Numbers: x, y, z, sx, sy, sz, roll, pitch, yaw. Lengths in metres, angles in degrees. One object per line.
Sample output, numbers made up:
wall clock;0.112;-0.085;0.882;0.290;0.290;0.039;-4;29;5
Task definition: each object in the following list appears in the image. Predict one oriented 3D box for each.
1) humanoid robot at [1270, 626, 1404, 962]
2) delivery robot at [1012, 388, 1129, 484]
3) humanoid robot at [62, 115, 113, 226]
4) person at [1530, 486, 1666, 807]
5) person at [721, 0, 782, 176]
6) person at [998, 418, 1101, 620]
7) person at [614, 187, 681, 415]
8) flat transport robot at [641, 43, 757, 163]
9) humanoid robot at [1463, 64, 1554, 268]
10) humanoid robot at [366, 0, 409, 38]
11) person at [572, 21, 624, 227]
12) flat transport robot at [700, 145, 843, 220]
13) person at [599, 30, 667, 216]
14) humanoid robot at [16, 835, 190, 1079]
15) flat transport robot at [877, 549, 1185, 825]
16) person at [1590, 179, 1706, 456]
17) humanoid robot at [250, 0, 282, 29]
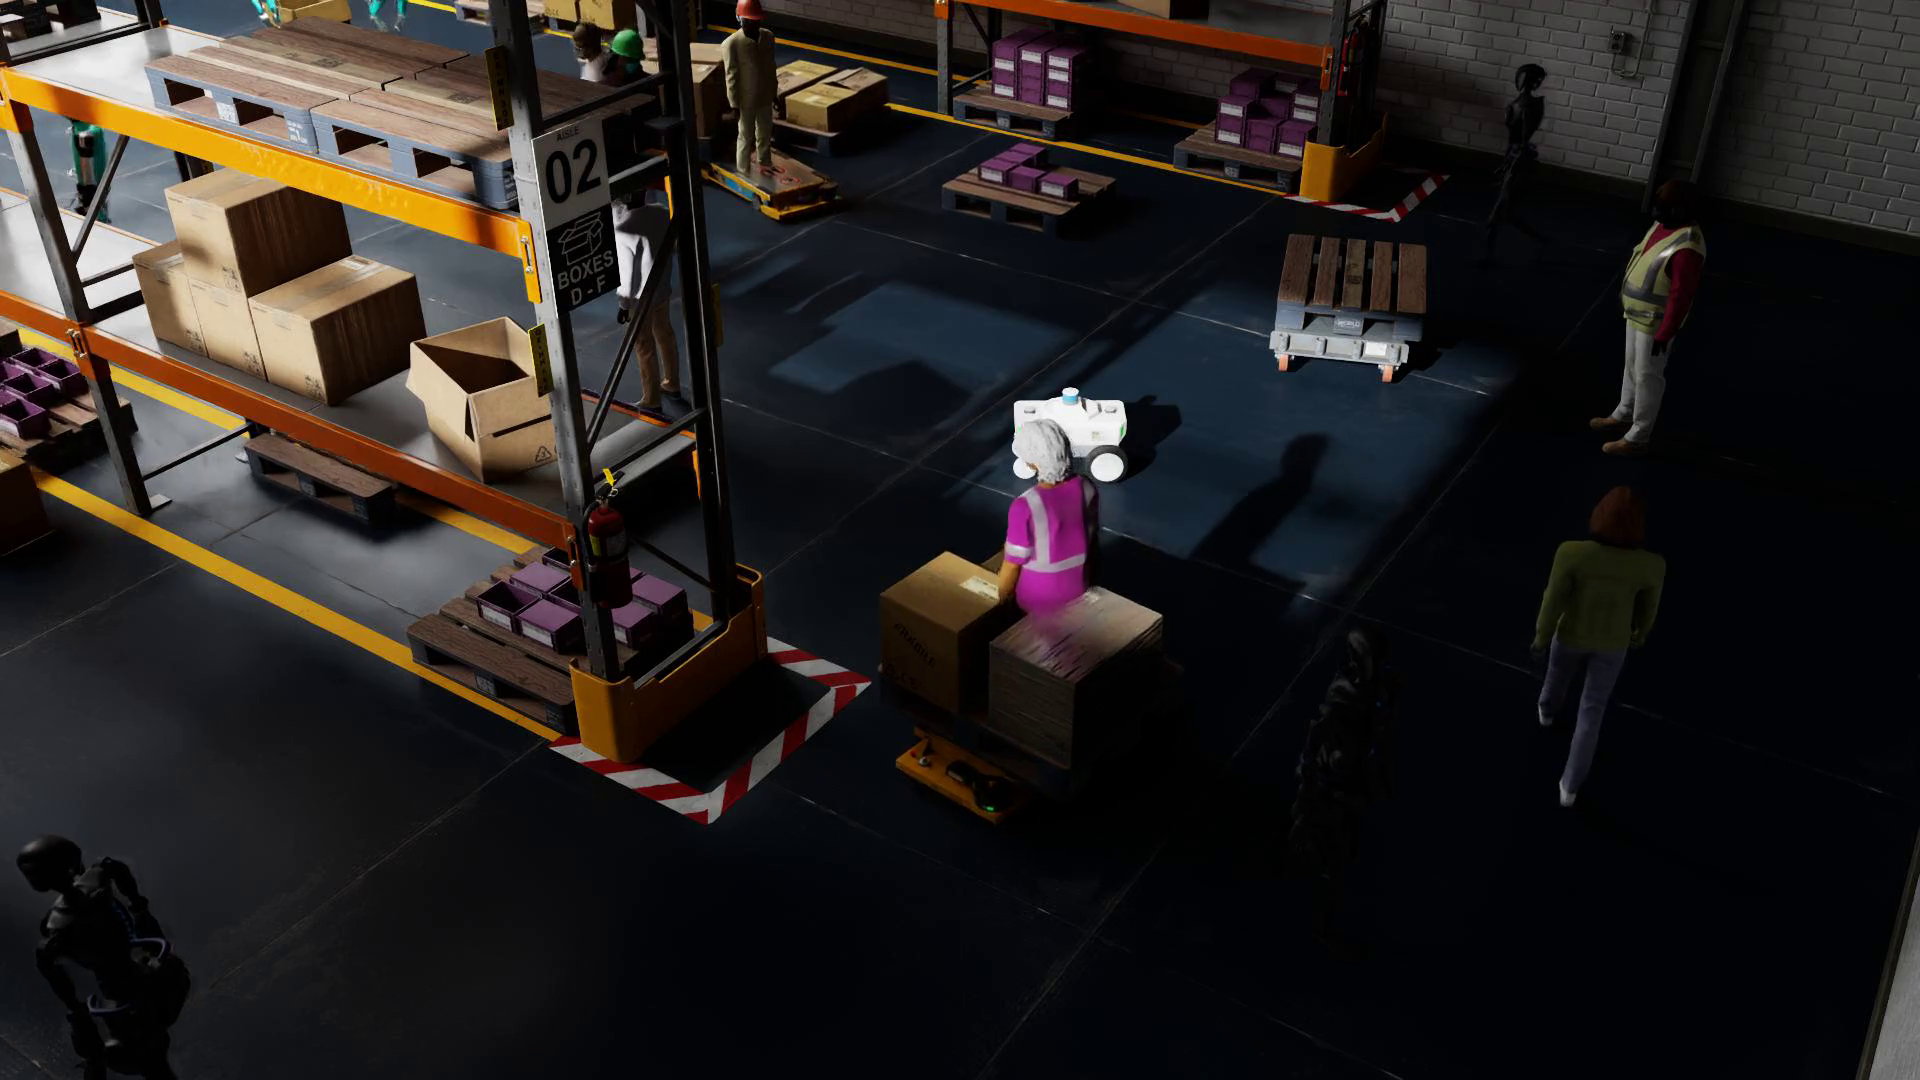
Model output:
humanoid robot;1.554;1.010;7.044;0.615;1.630;0.632;-23;40;-31
delivery robot;0.712;-0.689;10.673;0.802;0.598;0.499;0;33;0
humanoid robot;-6.443;-2.314;12.091;0.790;1.774;0.530;-9;34;-14
person;3.029;0.446;7.973;0.525;1.581;0.876;10;34;15
person;-1.774;-3.828;14.394;0.323;1.751;0.561;26;41;34
person;0.418;0.213;8.109;0.580;1.828;0.510;-20;38;-27
person;-2.111;-1.672;11.080;0.329;1.750;0.571;15;36;22
flat transport robot;-2.581;-3.659;15.498;1.431;0.231;0.659;6;34;9
humanoid robot;4.445;-2.912;13.081;0.668;1.636;0.601;6;34;10
humanoid robot;-6.072;-5.846;17.618;0.724;1.901;0.542;27;42;35
person;-2.754;-3.234;13.349;0.698;1.900;0.698;-3;33;-5
flat transport robot;-1.708;-3.198;14.788;0.659;0.231;1.431;-22;39;-30
person;-2.532;-3.020;12.992;0.490;1.928;0.506;-16;36;-22
humanoid robot;-3.052;1.679;6.029;0.651;1.635;0.609;1;33;2
flat transport robot;0.389;0.891;8.504;0.659;0.231;1.431;25;40;33
person;4.401;-1.414;10.606;0.429;1.839;0.633;3;33;4
humanoid robot;-7.430;-5.909;17.613;0.536;1.755;0.942;-26;41;-34
